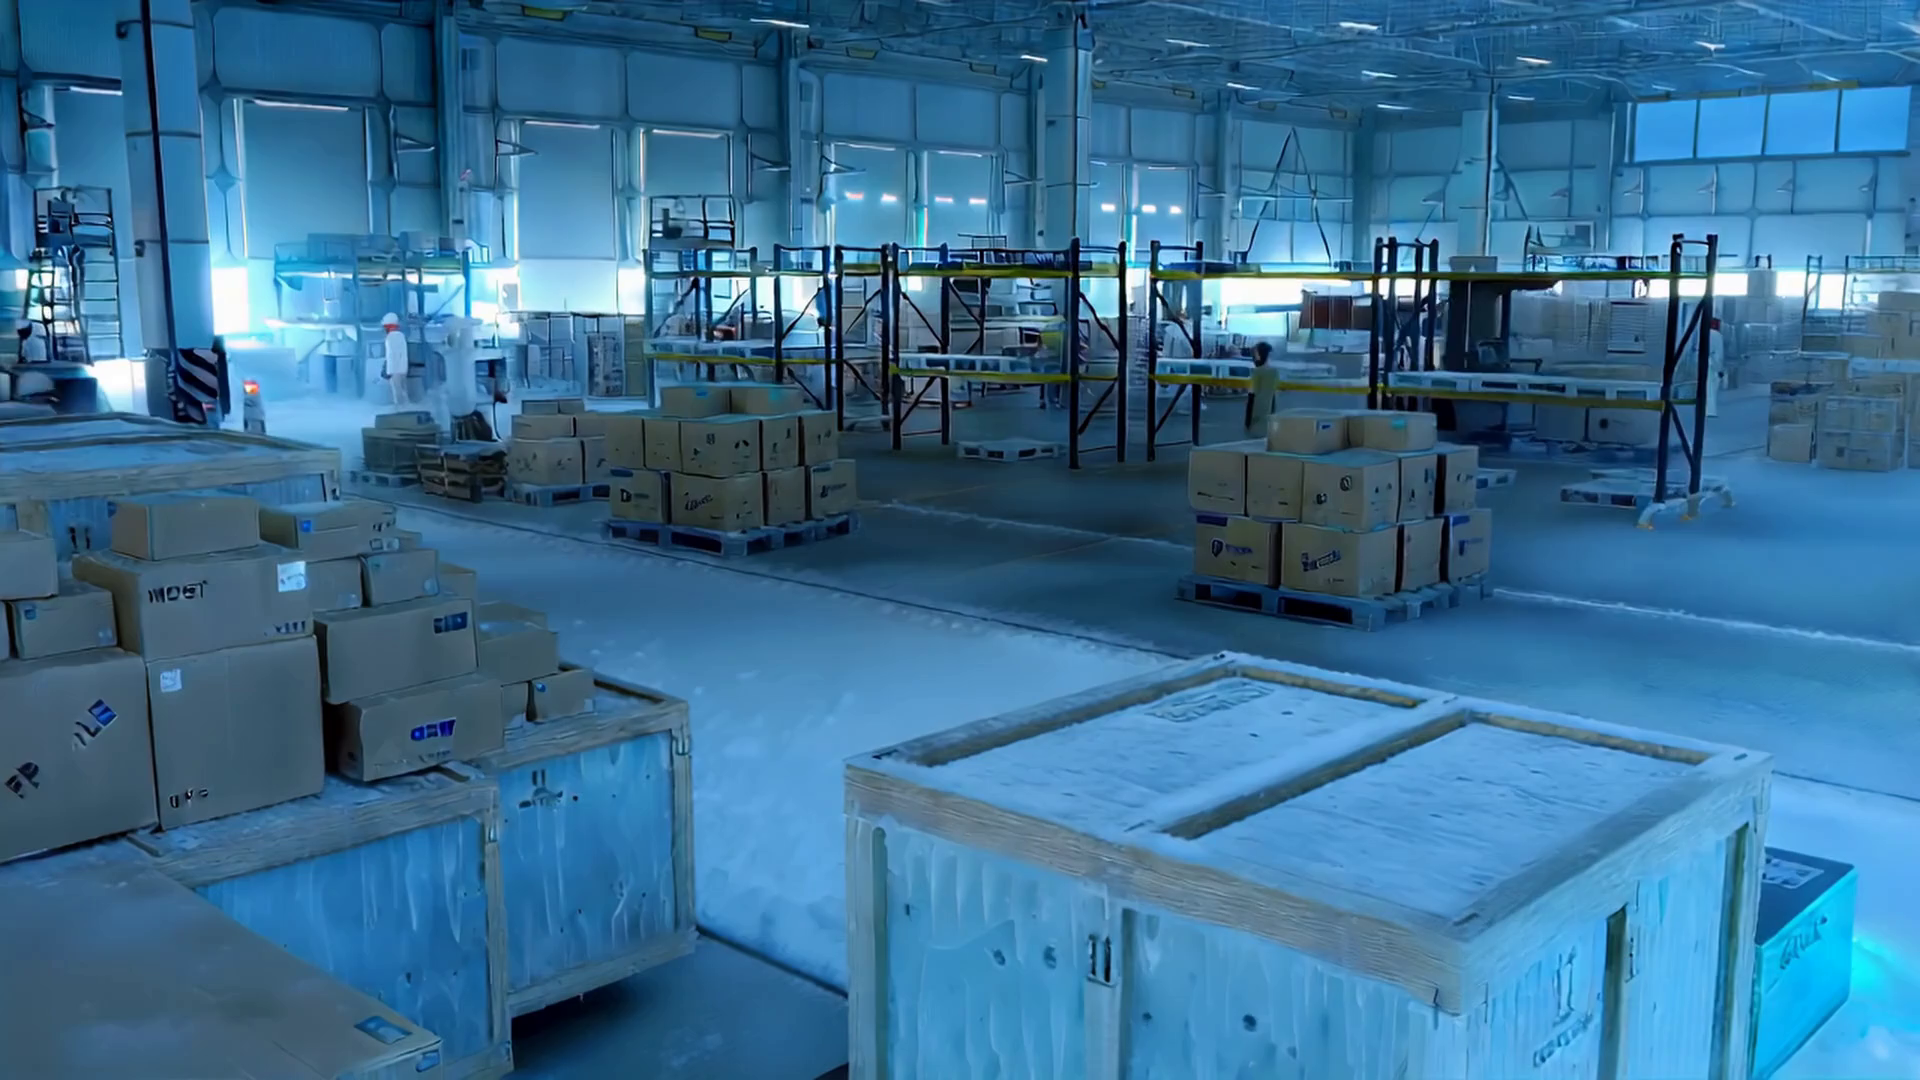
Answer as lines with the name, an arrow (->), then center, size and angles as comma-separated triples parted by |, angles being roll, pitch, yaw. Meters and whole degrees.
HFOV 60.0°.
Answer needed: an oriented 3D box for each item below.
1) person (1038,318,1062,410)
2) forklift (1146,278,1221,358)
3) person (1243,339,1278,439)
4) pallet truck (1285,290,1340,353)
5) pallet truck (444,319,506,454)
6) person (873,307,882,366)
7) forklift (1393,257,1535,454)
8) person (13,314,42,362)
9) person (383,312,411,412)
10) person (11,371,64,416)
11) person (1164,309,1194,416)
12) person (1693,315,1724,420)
person -> 1.723, -3.330, 31.478 | 0.485, 1.735, 0.330 | -5, 10, -27
forklift -> 6.364, -6.425, 46.939 | 1.873, 2.768, 1.129 | 9, 13, 43
person -> 3.497, -1.365, 19.043 | 0.665, 1.856, 0.520 | 8, 12, 41
pallet truck -> 11.297, -6.951, 52.861 | 1.885, 1.965, 0.823 | -5, 11, -29
pallet truck -> -6.981, -1.942, 22.150 | 1.885, 1.965, 0.823 | 1, 9, 9
person -> -2.160, -5.390, 44.420 | 0.312, 1.633, 0.520 | 0, 9, -3
forklift -> 7.427, -2.741, 24.348 | 1.873, 2.768, 1.129 | 9, 13, 43
person -> -14.798, -2.615, 26.465 | 0.370, 1.935, 0.552 | -6, 11, -32
person -> -9.466, -2.847, 27.913 | 0.386, 1.927, 0.589 | 1, 9, 7
person -> -6.648, -0.292, 12.326 | 0.650, 1.905, 0.592 | 0, 9, -3
person -> 3.982, -3.221, 30.168 | 0.636, 1.938, 0.358 | -5, 10, -28
person -> 13.236, -3.040, 29.367 | 0.429, 1.843, 0.627 | -3, 10, -19
